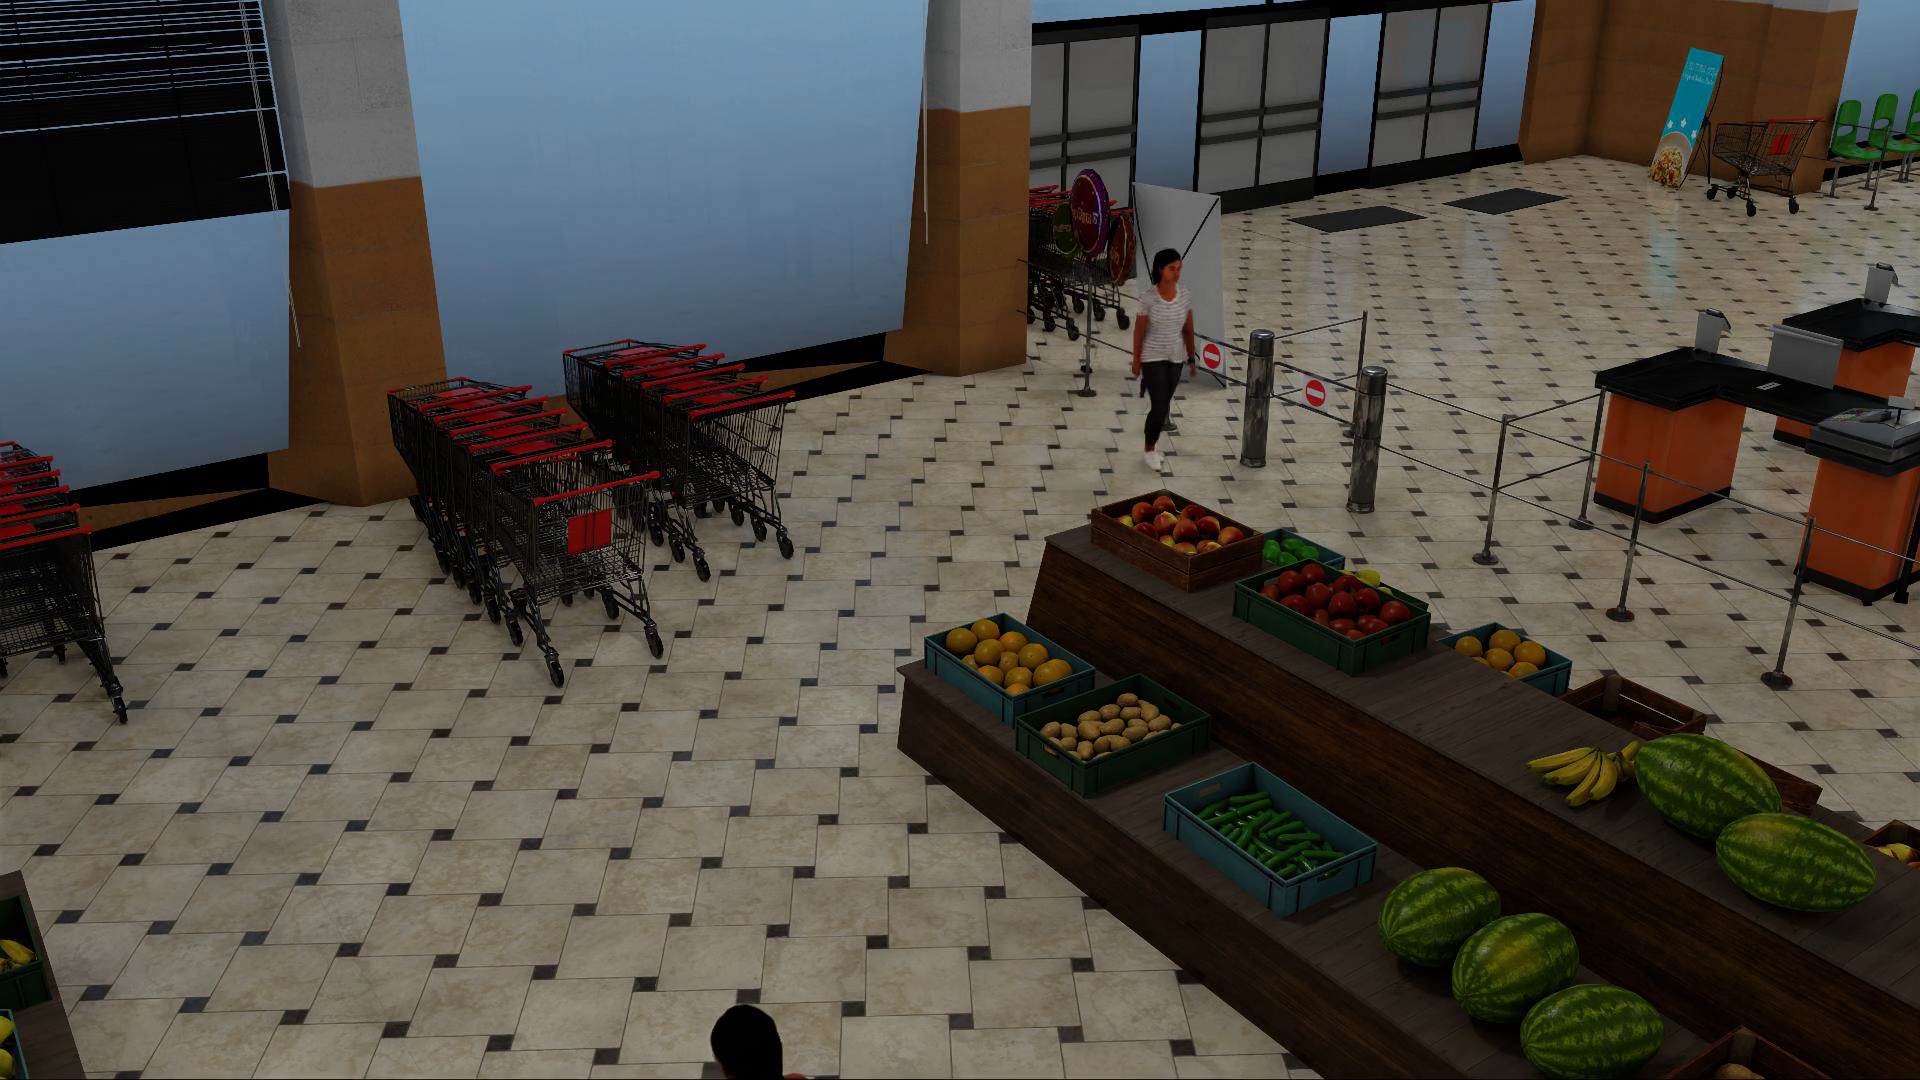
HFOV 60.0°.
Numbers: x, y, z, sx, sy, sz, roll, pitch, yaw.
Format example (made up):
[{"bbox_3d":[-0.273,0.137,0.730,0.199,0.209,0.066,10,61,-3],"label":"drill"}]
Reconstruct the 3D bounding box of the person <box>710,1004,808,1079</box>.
[{"bbox_3d":[-0.567,1.946,4.590,0.584,1.648,0.534,-18,29,-35],"label":"person"}]

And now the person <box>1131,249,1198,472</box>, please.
[{"bbox_3d":[1.419,-1.326,12.096,0.615,1.625,0.675,-12,26,-25],"label":"person"}]
